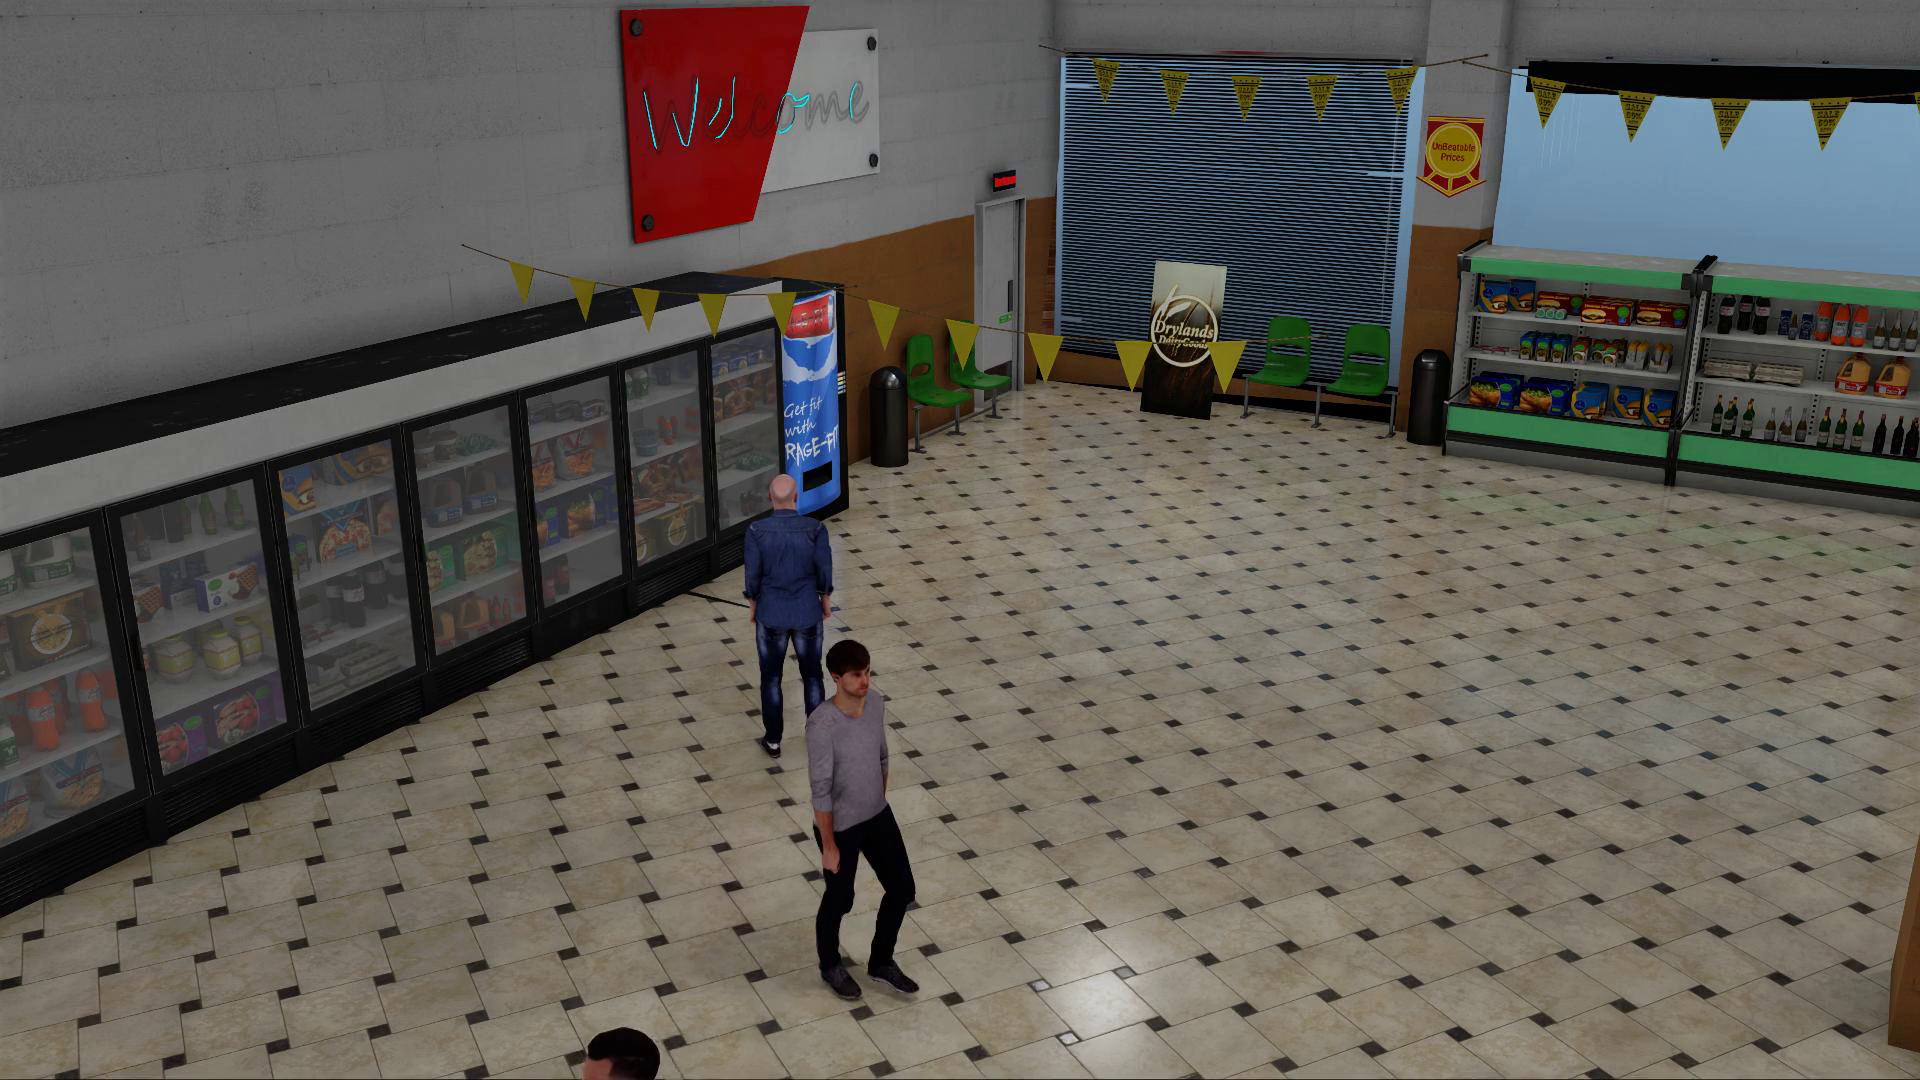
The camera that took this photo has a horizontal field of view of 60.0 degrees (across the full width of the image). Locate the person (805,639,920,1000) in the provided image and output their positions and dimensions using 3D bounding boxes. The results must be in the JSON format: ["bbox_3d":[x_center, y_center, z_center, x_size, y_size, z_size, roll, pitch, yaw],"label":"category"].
[{"bbox_3d":[-0.569,1.303,7.855,0.794,1.826,0.756,16,24,39],"label":"person"}]

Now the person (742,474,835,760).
[{"bbox_3d":[-1.061,0.469,10.327,0.770,1.825,0.857,-3,19,-9],"label":"person"}]
